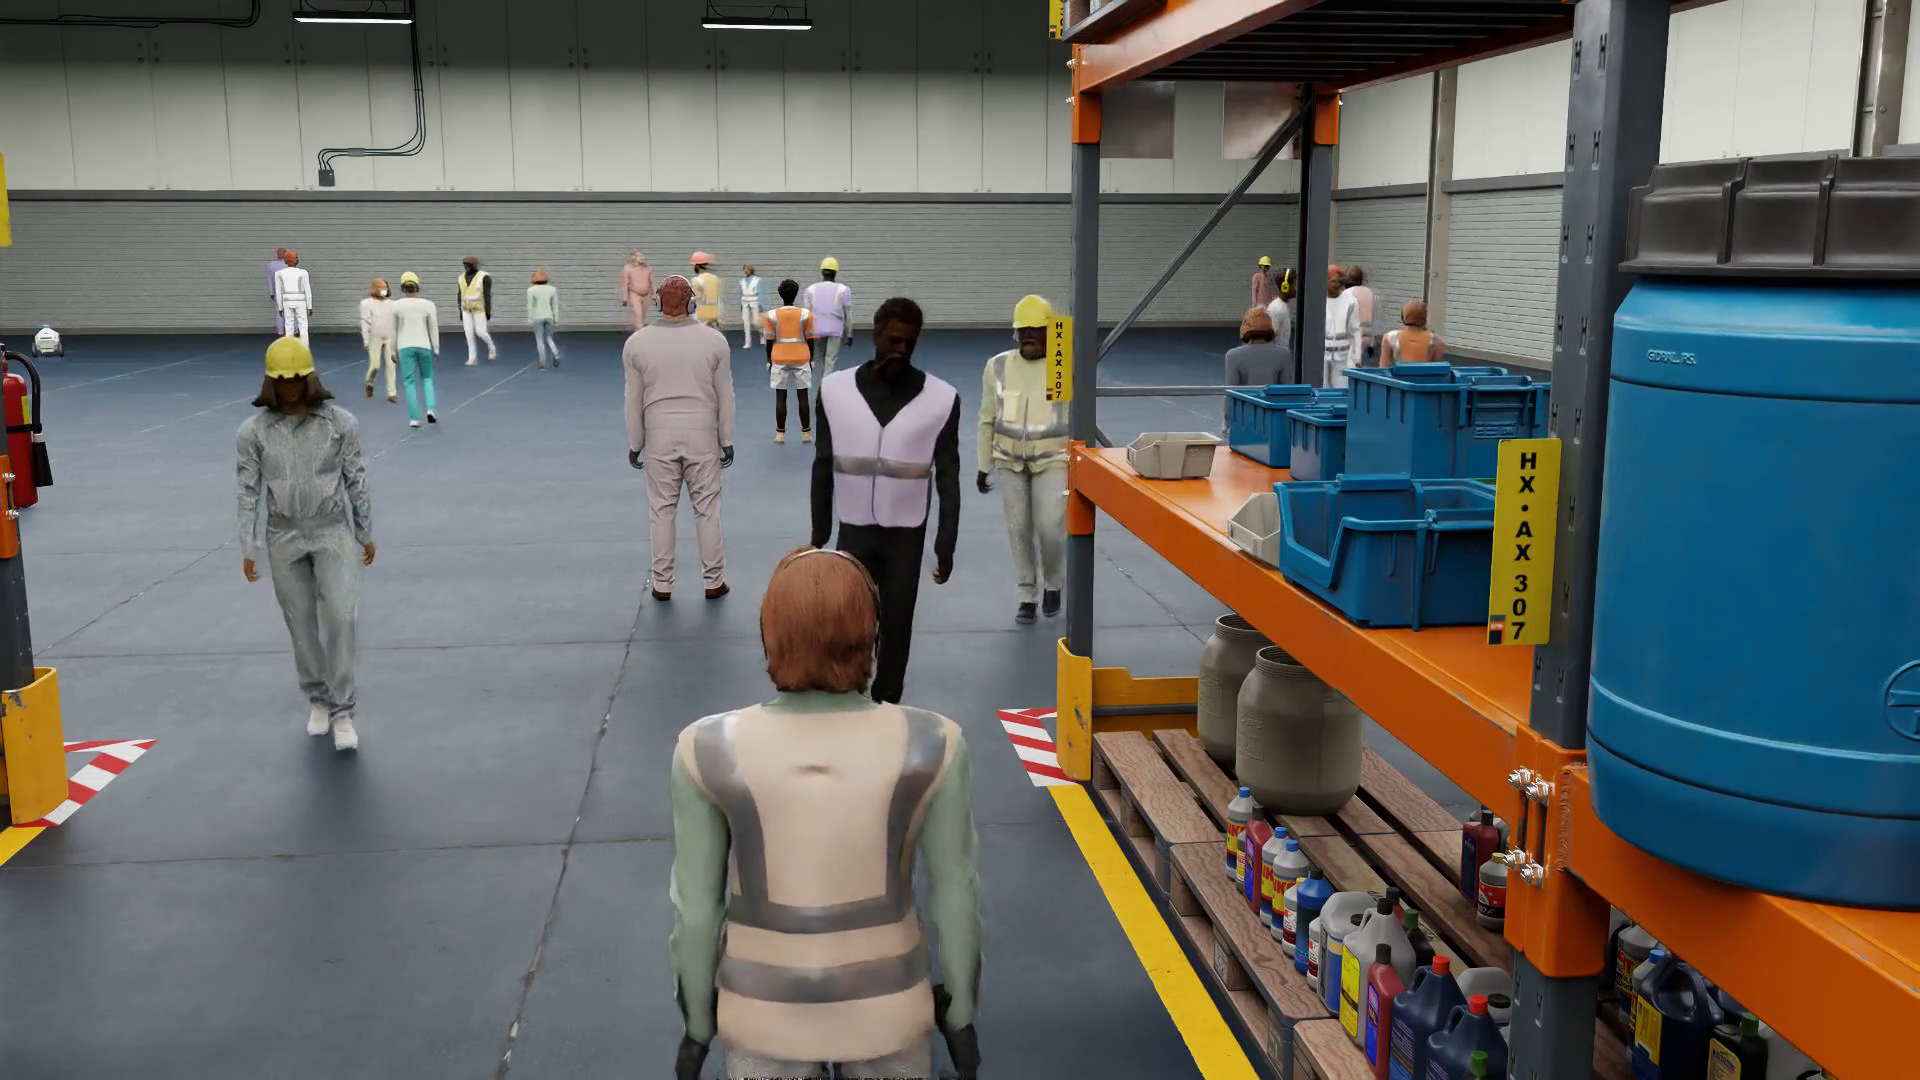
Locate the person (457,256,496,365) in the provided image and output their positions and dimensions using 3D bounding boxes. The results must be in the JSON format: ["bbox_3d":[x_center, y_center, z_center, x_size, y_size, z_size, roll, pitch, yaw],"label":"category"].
[{"bbox_3d":[-8.068,-3.823,27.736,0.625,1.821,0.527,3,11,15],"label":"person"}]

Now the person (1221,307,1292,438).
[{"bbox_3d":[2.132,-0.854,11.968,0.498,1.633,0.282,-1,10,-6],"label":"person"}]

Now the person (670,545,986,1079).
[{"bbox_3d":[-0.217,0.830,2.811,0.527,1.620,0.376,-2,10,-8],"label":"person"}]

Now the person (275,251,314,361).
[{"bbox_3d":[-11.394,-3.993,28.496,0.573,1.883,0.355,-1,10,-6],"label":"person"}]

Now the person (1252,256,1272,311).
[{"bbox_3d":[5.726,-4.475,31.463,0.531,1.765,0.327,-9,14,-41],"label":"person"}]

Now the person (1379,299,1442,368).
[{"bbox_3d":[3.672,-1.159,13.657,0.543,1.617,0.546,0,10,2],"label":"person"}]

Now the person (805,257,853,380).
[{"bbox_3d":[-1.672,-2.641,21.148,0.593,1.882,1.045,2,11,10],"label":"person"}]

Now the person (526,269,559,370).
[{"bbox_3d":[-6.700,-3.536,26.696,0.500,1.623,0.379,-9,14,-41],"label":"person"}]

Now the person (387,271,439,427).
[{"bbox_3d":[-6.153,-2.142,18.743,0.534,1.742,0.474,-5,11,-26],"label":"person"}]

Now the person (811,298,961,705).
[{"bbox_3d":[-0.310,-0.015,6.668,0.625,1.885,0.741,0,10,2],"label":"person"}]

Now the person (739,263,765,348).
[{"bbox_3d":[-3.999,-4.514,32.030,0.526,1.629,0.495,4,11,19],"label":"person"}]

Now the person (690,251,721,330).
[{"bbox_3d":[-3.719,-3.236,24.242,0.457,1.918,0.566,7,13,36],"label":"person"}]

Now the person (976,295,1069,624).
[{"bbox_3d":[0.386,-0.433,9.149,0.604,1.815,0.431,3,11,16],"label":"person"}]

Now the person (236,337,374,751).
[{"bbox_3d":[-2.720,0.024,6.909,0.516,1.710,0.763,-3,11,-17],"label":"person"}]

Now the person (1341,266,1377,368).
[{"bbox_3d":[4.629,-2.324,19.591,0.639,1.801,0.944,-9,13,-39],"label":"person"}]

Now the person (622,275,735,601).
[{"bbox_3d":[-1.638,-0.591,9.779,0.639,1.910,0.406,-1,10,-6],"label":"person"}]

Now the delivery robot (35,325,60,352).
[{"bbox_3d":[-16.293,-3.594,29.692,0.477,0.478,0.707,-5,11,-24],"label":"delivery robot"}]

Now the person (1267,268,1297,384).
[{"bbox_3d":[2.972,-1.608,15.527,0.378,1.849,0.570,2,11,10],"label":"person"}]

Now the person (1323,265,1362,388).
[{"bbox_3d":[3.692,-1.821,16.684,0.603,1.858,0.589,0,10,-2],"label":"person"}]

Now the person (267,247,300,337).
[{"bbox_3d":[-14.451,-5.300,35.612,0.639,1.903,0.407,-1,10,-6],"label":"person"}]

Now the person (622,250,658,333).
[{"bbox_3d":[-6.340,-4.845,33.223,0.671,1.859,0.985,-9,14,-41],"label":"person"}]

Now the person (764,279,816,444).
[{"bbox_3d":[-1.750,-1.833,17.164,0.531,1.697,0.320,-1,10,-6],"label":"person"}]

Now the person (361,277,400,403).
[{"bbox_3d":[-7.482,-2.580,21.469,0.514,1.615,0.572,-8,13,-38],"label":"person"}]
